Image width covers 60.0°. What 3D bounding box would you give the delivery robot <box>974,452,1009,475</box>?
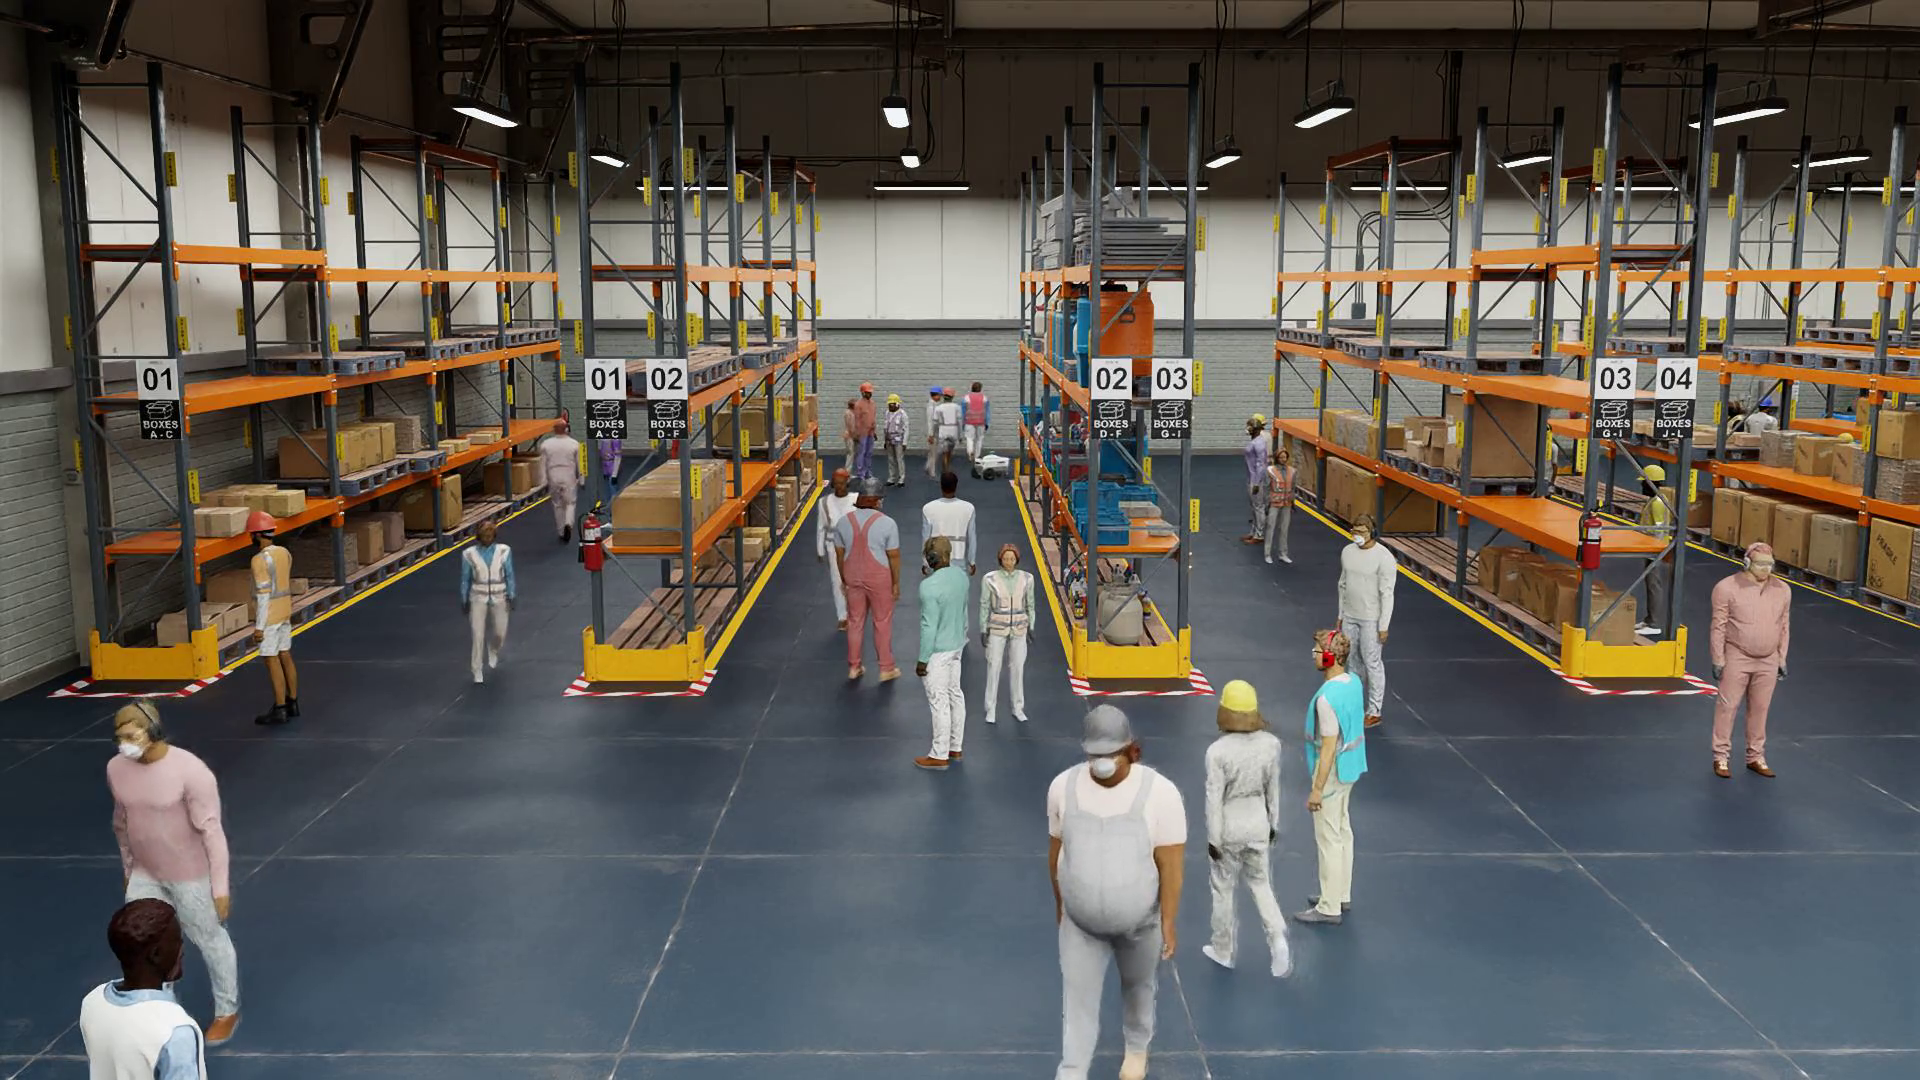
[{"bbox_3d":[0.639,-1.540,33.511,0.707,0.478,0.477,-7,11,-36],"label":"delivery robot"}]

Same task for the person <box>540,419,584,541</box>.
[{"bbox_3d":[-6.092,-0.900,25.462,0.653,1.883,0.708,-1,9,-5],"label":"person"}]

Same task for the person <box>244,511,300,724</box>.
[{"bbox_3d":[-6.235,0.696,15.003,0.374,1.933,0.550,1,9,4],"label":"person"}]

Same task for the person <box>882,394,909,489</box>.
[{"bbox_3d":[-1.260,-1.902,32.047,0.600,1.830,0.404,8,12,42],"label":"person"}]

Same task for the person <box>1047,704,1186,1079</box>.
[{"bbox_3d":[0.723,1.735,7.985,0.690,2.000,1.015,2,9,15],"label":"person"}]

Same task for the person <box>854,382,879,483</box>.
[{"bbox_3d":[-1.856,-2.129,32.985,0.380,1.994,0.618,6,11,34],"label":"person"}]

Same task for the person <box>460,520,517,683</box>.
[{"bbox_3d":[-4.752,0.587,16.702,0.558,1.619,0.524,-4,10,-25],"label":"person"}]

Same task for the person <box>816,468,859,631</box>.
[{"bbox_3d":[-1.337,0.117,18.931,0.614,1.870,0.417,1,9,6],"label":"person"}]

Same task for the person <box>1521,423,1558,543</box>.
[{"bbox_3d":[8.802,-0.855,25.191,0.328,1.872,0.514,-4,10,-26],"label":"person"}]

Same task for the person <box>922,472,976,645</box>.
[{"bbox_3d":[-0.117,0.214,18.159,0.598,1.917,0.375,-1,9,-5],"label":"person"}]

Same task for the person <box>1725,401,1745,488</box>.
[{"bbox_3d":[13.976,-1.608,30.143,0.429,1.840,0.622,2,9,11],"label":"person"}]

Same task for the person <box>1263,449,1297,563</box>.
[{"bbox_3d":[4.522,-0.473,23.551,0.529,1.648,0.389,-4,10,-23],"label":"person"}]

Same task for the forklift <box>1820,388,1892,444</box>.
[{"bbox_3d":[20.072,-3.110,36.462,1.873,2.768,1.129,0,9,0],"label":"forklift"}]

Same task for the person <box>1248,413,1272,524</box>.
[{"bbox_3d":[4.935,-1.174,27.438,0.414,1.820,0.609,6,11,33],"label":"person"}]

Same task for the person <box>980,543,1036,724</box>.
[{"bbox_3d":[0.430,0.840,15.033,0.523,1.636,0.311,-2,9,-13],"label":"person"}]

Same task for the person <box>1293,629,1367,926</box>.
[{"bbox_3d":[2.319,1.467,10.326,0.379,1.844,0.570,5,10,28],"label":"person"}]

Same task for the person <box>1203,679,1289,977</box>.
[{"bbox_3d":[1.627,1.653,9.503,0.495,1.726,0.636,-3,9,-19],"label":"person"}]

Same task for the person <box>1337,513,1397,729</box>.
[{"bbox_3d":[3.626,0.713,14.920,0.375,1.933,0.625,-5,10,-30],"label":"person"}]

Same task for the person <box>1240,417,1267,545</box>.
[{"bbox_3d":[4.470,-0.887,25.179,0.379,1.940,0.629,1,9,4],"label":"person"}]

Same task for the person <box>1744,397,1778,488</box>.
[{"bbox_3d":[14.286,-1.593,29.686,0.404,1.945,0.615,-7,11,-38],"label":"person"}]

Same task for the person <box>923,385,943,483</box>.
[{"bbox_3d":[-0.545,-2.105,33.066,0.395,1.927,0.719,2,9,11],"label":"person"}]

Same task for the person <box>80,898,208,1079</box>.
[{"bbox_3d":[-2.741,2.153,5.680,0.593,1.922,0.391,6,11,33],"label":"person"}]

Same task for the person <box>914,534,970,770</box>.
[{"bbox_3d":[-0.160,0.910,13.617,0.372,1.940,0.632,5,10,28],"label":"person"}]

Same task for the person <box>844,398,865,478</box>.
[{"bbox_3d":[-2.141,-2.071,33.795,0.384,1.623,0.515,5,10,28],"label":"person"}]

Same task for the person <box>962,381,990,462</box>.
[{"bbox_3d":[0.334,-2.569,36.397,0.644,1.815,0.649,-1,9,-6],"label":"person"}]

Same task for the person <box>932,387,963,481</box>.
[{"bbox_3d":[-0.258,-2.055,32.790,0.615,1.896,0.743,-2,9,-16],"label":"person"}]

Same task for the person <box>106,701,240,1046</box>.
[{"bbox_3d":[-4.009,1.743,8.393,0.759,1.883,0.958,2,9,13],"label":"person"}]

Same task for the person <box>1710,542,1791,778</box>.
[{"bbox_3d":[6.360,0.964,13.378,0.643,1.908,0.411,0,9,-2],"label":"person"}]

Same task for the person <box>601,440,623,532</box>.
[{"bbox_3d":[-5.584,-1.102,26.594,0.365,1.928,0.586,-5,10,-27],"label":"person"}]

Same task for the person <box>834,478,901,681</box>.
[{"bbox_3d":[-0.884,0.383,16.682,0.684,2.000,0.535,4,10,22],"label":"person"}]

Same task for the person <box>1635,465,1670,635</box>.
[{"bbox_3d":[7.804,0.113,18.776,0.381,1.928,0.587,3,9,20],"label":"person"}]
